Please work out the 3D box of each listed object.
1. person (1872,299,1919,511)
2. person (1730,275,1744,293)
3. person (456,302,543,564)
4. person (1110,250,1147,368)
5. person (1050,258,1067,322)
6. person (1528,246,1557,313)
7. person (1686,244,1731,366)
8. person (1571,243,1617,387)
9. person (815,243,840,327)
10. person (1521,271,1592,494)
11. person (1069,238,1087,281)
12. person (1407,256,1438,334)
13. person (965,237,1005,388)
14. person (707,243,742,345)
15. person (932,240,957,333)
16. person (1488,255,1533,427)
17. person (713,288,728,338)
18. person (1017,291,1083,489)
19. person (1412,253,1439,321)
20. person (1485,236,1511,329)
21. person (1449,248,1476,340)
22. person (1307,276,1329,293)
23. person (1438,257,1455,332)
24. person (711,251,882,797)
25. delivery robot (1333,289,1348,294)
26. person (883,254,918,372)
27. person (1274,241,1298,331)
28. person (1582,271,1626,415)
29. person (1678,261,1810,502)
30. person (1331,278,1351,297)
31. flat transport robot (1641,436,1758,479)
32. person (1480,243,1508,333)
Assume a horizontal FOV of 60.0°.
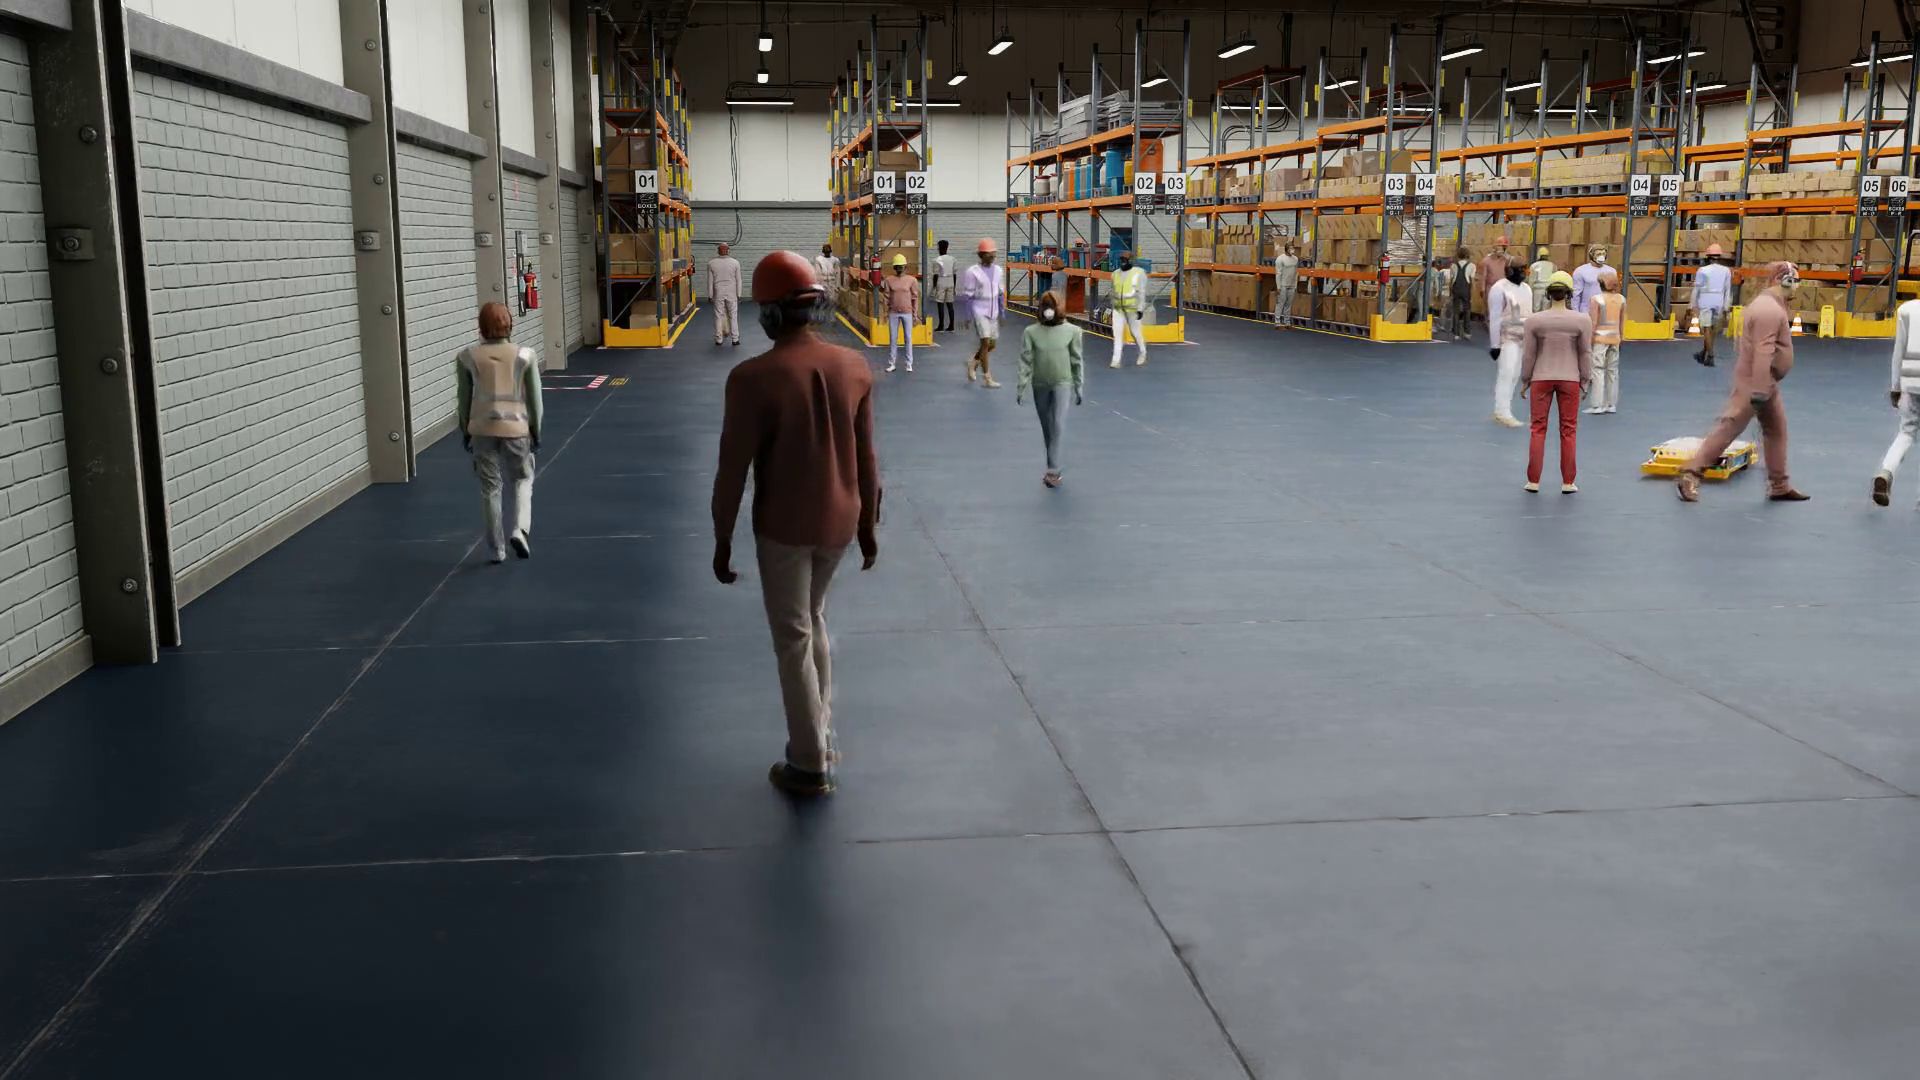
[{"bbox_3d":[7.063,-1.111,12.177,0.649,1.864,0.586,-7,12,-32],"label":"person"},{"bbox_3d":[20.908,-7.106,44.901,0.581,1.919,0.391,-2,10,-9],"label":"person"},{"bbox_3d":[-2.848,-0.655,10.330,0.522,1.627,0.361,-2,10,-9],"label":"person"},{"bbox_3d":[2.631,-3.605,25.973,0.621,1.820,0.841,5,12,27],"label":"person"},{"bbox_3d":[1.876,-4.587,31.876,0.275,1.630,0.496,7,12,33],"label":"person"},{"bbox_3d":[11.913,-5.089,34.088,0.592,1.838,0.403,-1,10,-7],"label":"person"},{"bbox_3d":[11.833,-3.719,26.386,0.548,1.899,0.923,-1,10,-7],"label":"person"},{"bbox_3d":[8.578,-3.038,22.527,0.627,1.940,0.371,-1,10,-7],"label":"person"},{"bbox_3d":[-3.005,-5.771,37.668,0.574,1.883,0.355,-1,10,-7],"label":"person"},{"bbox_3d":[4.713,-1.242,13.180,0.524,1.760,0.326,4,11,19],"label":"person"},{"bbox_3d":[3.531,-7.995,49.574,0.615,1.990,0.401,-2,11,-12],"label":"person"},{"bbox_3d":[9.694,-5.156,34.944,0.536,1.646,0.898,-4,11,-21],"label":"person"},{"bbox_3d":[0.293,-3.080,22.540,0.618,2.025,0.811,-8,13,-36],"label":"person"},{"bbox_3d":[-4.408,-4.604,31.200,0.638,1.910,0.407,-1,10,-6],"label":"person"},{"bbox_3d":[-0.333,-5.395,35.373,0.613,1.963,0.361,-8,13,-36],"label":"person"},{"bbox_3d":[5.952,-2.144,17.927,0.637,1.844,0.429,-9,14,-40],"label":"person"},{"bbox_3d":[-4.850,-4.867,33.457,0.363,1.605,0.657,-7,12,-34],"label":"person"},{"bbox_3d":[0.716,-1.214,13.478,0.520,1.581,0.857,3,11,16],"label":"person"},{"bbox_3d":[9.593,-5.044,34.185,0.499,1.682,0.902,-1,10,-4],"label":"person"},{"bbox_3d":[11.752,-5.592,36.275,0.606,2.035,0.405,-1,10,-8],"label":"person"},{"bbox_3d":[9.930,-4.862,32.880,0.541,1.800,0.918,5,12,27],"label":"person"},{"bbox_3d":[9.789,-7.209,45.539,0.624,1.888,0.637,0,10,2],"label":"person"},{"bbox_3d":[10.532,-5.276,35.743,0.538,1.596,0.868,1,10,8],"label":"person"},{"bbox_3d":[-0.639,-0.062,6.117,0.646,1.969,0.634,-9,14,-40],"label":"person"},{"bbox_3d":[11.513,-7.352,49.719,0.707,0.478,0.477,5,12,27],"label":"delivery robot"},{"bbox_3d":[-0.897,-3.412,25.052,0.533,1.767,0.326,1,10,8],"label":"person"},{"bbox_3d":[7.073,-5.491,36.020,0.625,1.931,0.375,-8,13,-36],"label":"person"},{"bbox_3d":[7.377,-2.251,19.039,0.522,1.638,0.310,-4,11,-23],"label":"person"},{"bbox_3d":[6.048,-1.205,12.760,0.935,1.851,0.696,5,11,24],"label":"person"},{"bbox_3d":[10.577,-7.331,46.102,0.563,1.924,0.493,0,10,-2],"label":"person"},{"bbox_3d":[6.443,-0.728,14.440,0.652,0.197,1.431,7,13,35],"label":"flat transport robot"},{"bbox_3d":[11.245,-5.259,34.824,0.669,1.888,0.467,0,10,-2],"label":"person"}]
